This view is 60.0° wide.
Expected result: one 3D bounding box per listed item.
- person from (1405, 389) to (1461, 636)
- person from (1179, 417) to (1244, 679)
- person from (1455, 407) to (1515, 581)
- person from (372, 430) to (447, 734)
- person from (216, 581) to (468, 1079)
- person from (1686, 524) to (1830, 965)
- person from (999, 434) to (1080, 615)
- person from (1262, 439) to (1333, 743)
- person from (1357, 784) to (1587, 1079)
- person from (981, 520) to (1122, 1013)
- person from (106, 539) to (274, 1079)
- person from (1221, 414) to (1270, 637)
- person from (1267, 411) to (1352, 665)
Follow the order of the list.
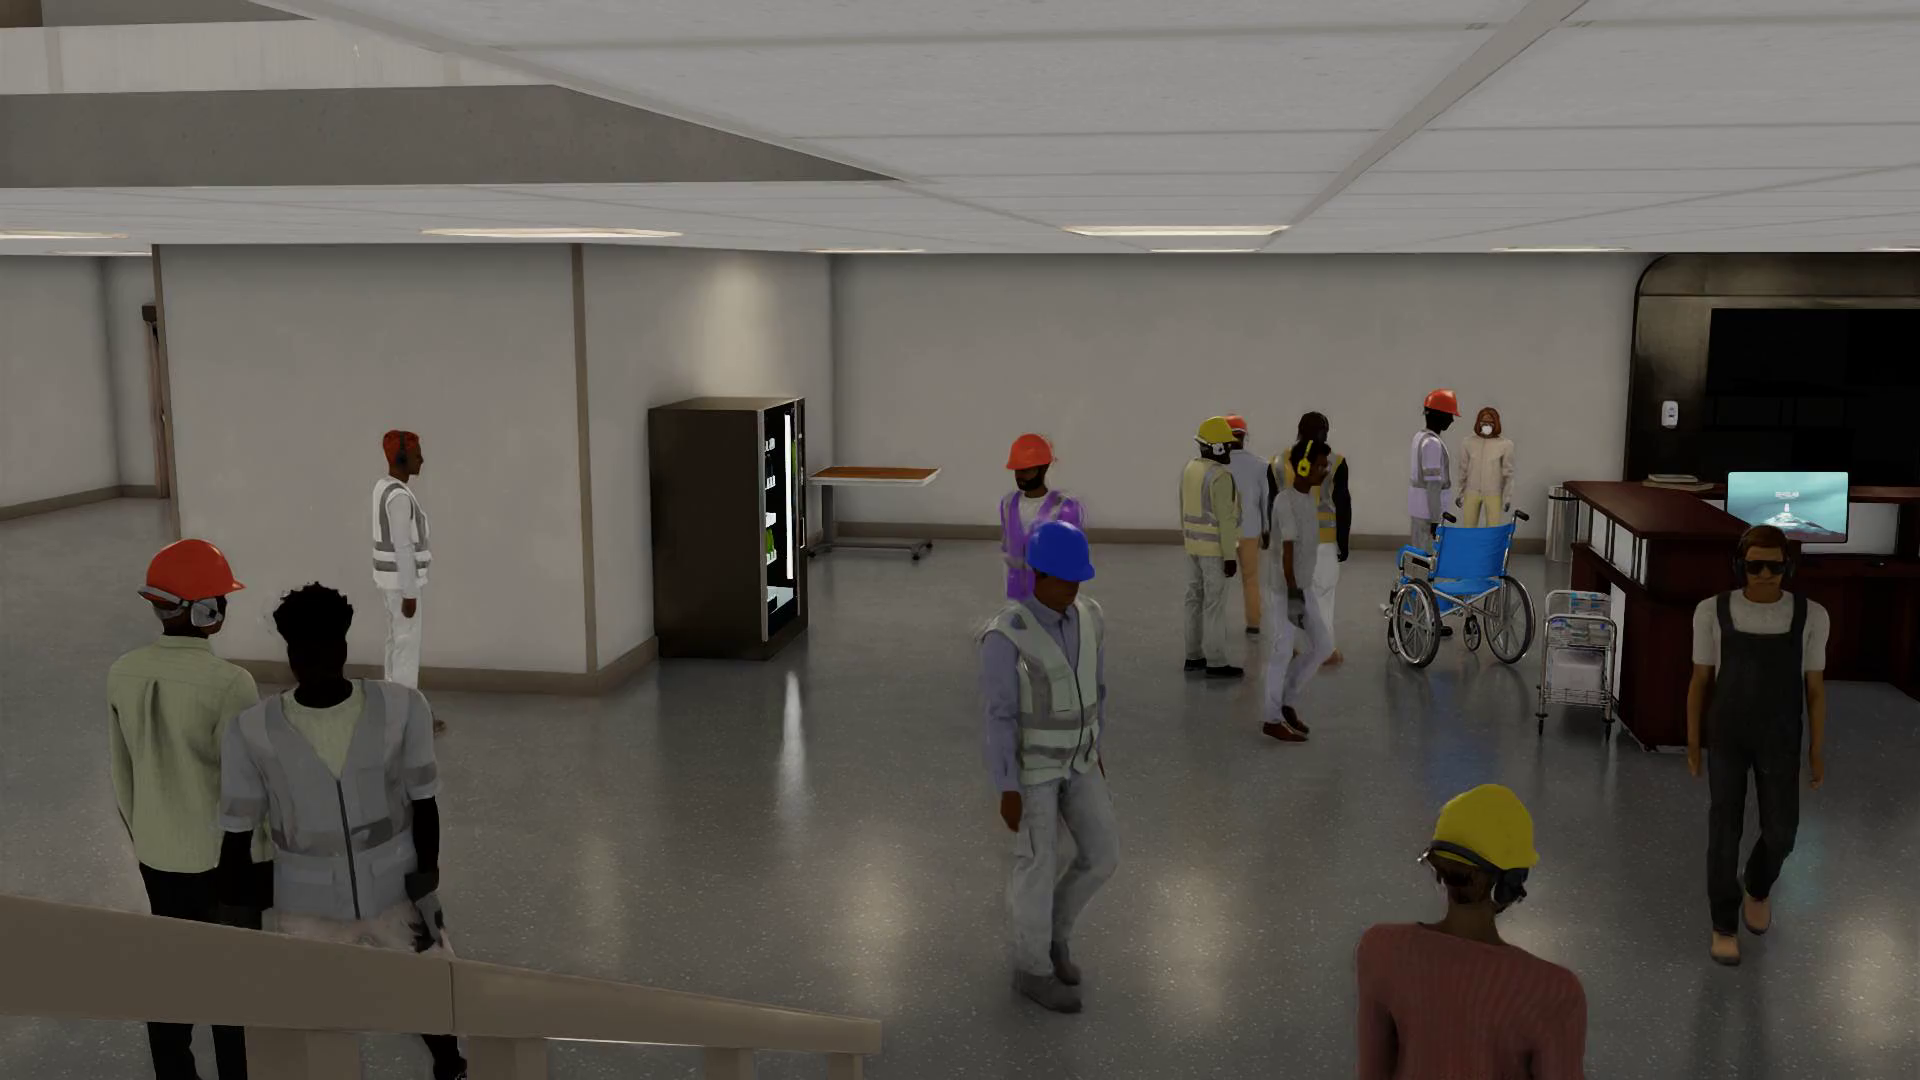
[{"bbox_3d":[3.705,-0.219,13.043,0.369,1.929,0.542,1,9,4],"label":"person"},{"bbox_3d":[1.771,0.051,11.663,0.403,1.834,0.589,-4,10,-23],"label":"person"},{"bbox_3d":[4.751,-0.395,15.073,0.504,1.627,0.285,5,11,30],"label":"person"},{"bbox_3d":[-3.417,0.260,10.236,0.357,1.881,0.589,-5,10,-27],"label":"person"},{"bbox_3d":[-1.845,1.064,5.111,0.840,1.939,0.583,-4,10,-25],"label":"person"},{"bbox_3d":[3.275,0.831,6.857,0.540,1.829,0.459,4,10,23],"label":"person"},{"bbox_3d":[0.422,0.346,9.594,0.546,1.919,0.514,6,11,34],"label":"person"},{"bbox_3d":[2.016,0.317,10.003,0.429,1.849,0.543,8,12,39],"label":"person"},{"bbox_3d":[1.056,1.405,3.596,0.529,1.747,0.542,7,12,39],"label":"person"},{"bbox_3d":[0.354,0.866,6.351,0.629,1.924,0.443,-8,12,-41],"label":"person"},{"bbox_3d":[-2.454,0.986,5.404,0.613,1.994,0.382,4,10,21],"label":"person"},{"bbox_3d":[2.125,-0.105,12.890,0.571,1.742,0.359,0,9,2],"label":"person"},{"bbox_3d":[2.538,-0.012,12.054,0.621,1.838,0.429,6,11,32],"label":"person"}]
